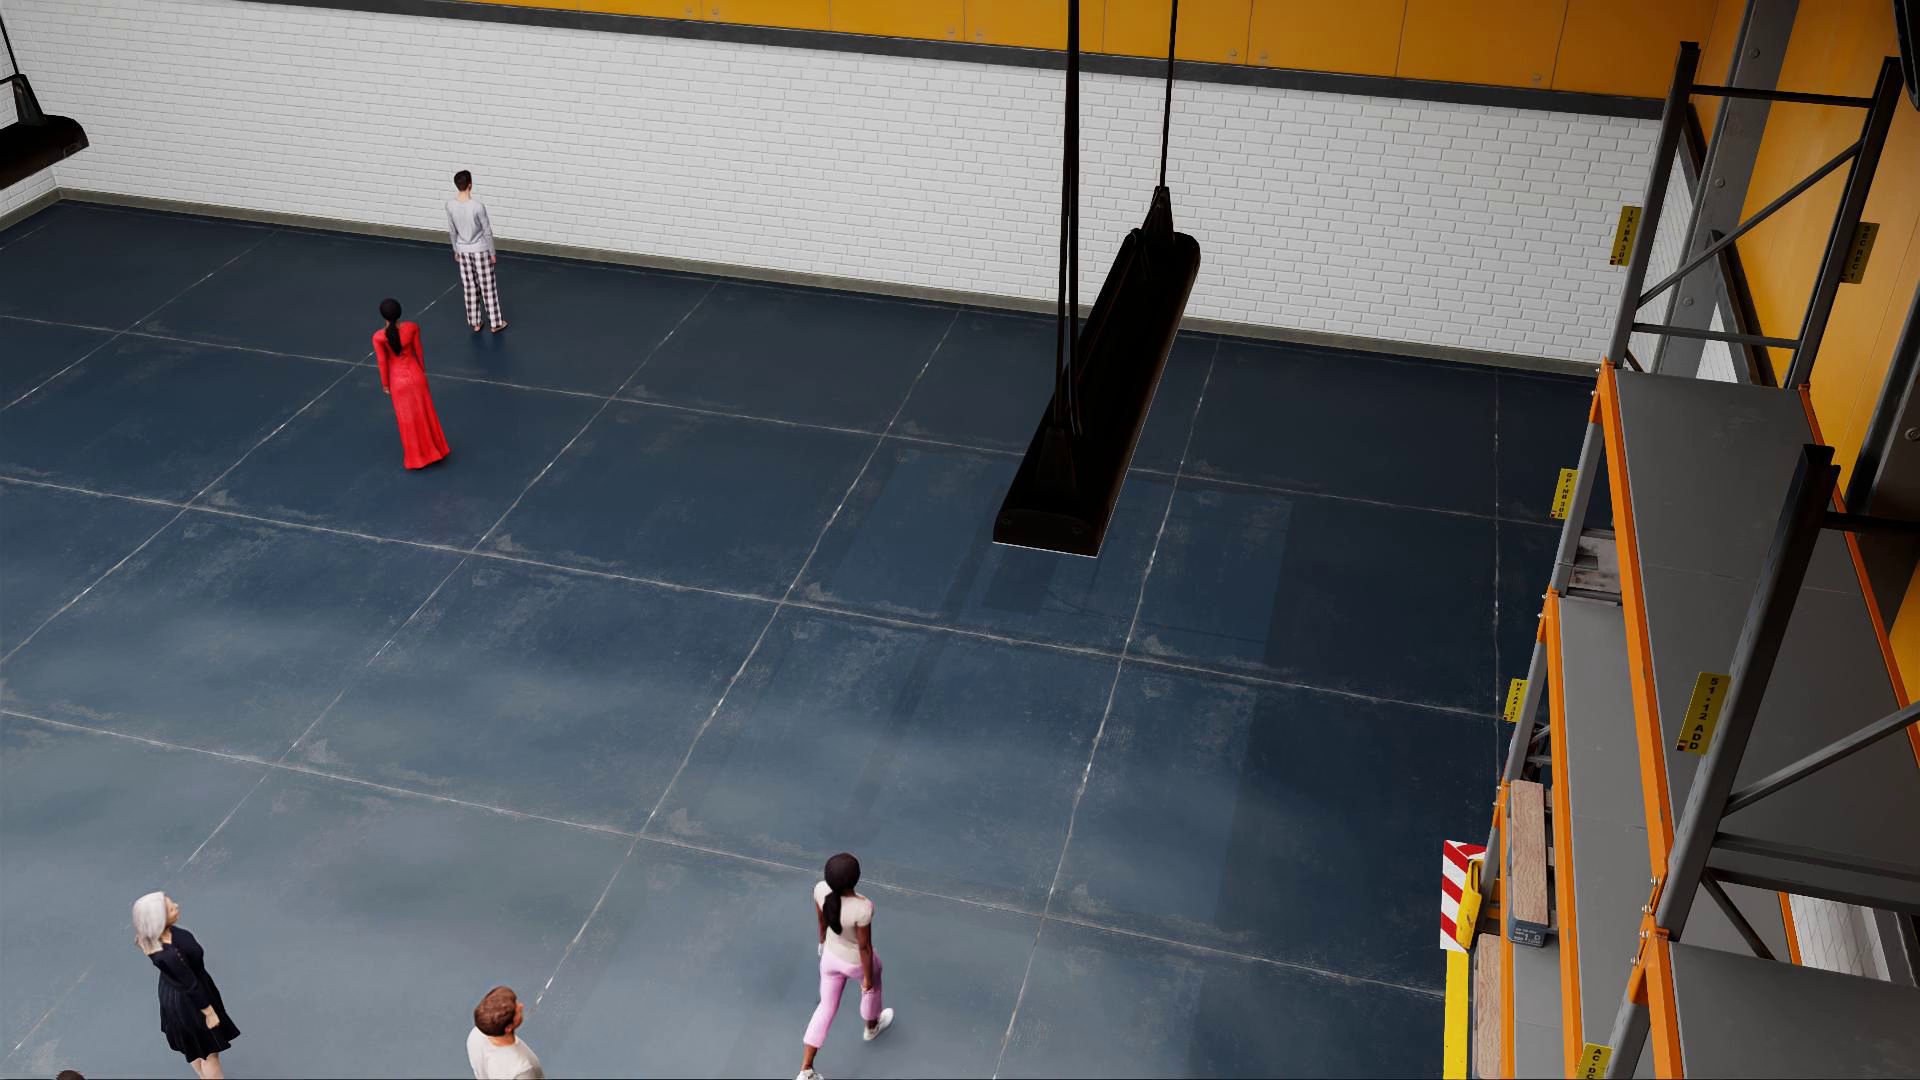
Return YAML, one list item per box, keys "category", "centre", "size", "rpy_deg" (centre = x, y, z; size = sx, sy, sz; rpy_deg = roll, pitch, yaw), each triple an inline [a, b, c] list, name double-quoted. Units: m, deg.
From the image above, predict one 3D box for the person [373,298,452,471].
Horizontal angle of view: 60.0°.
- category: "person"
  centre: [-5.279, -1.488, 15.881]
  size: [0.721, 1.783, 0.807]
  rpy_deg: [-25, 41, -33]

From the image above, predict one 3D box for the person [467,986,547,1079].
- category: "person"
  centre: [-2.346, 3.091, 8.881]
  size: [0.742, 1.905, 0.733]
  rpy_deg: [25, 41, 33]

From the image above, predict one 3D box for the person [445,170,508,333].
- category: "person"
  centre: [-5.370, -3.182, 18.371]
  size: [0.656, 1.847, 0.576]
  rpy_deg: [4, 34, 7]

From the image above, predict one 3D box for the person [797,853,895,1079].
- category: "person"
  centre: [-0.727, 2.554, 9.868]
  size: [0.828, 1.707, 1.183]
  rpy_deg: [20, 38, 27]

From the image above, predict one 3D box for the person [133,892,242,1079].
- category: "person"
  centre: [-4.457, 2.683, 9.637]
  size: [0.690, 1.747, 0.709]
  rpy_deg: [27, 42, 35]
